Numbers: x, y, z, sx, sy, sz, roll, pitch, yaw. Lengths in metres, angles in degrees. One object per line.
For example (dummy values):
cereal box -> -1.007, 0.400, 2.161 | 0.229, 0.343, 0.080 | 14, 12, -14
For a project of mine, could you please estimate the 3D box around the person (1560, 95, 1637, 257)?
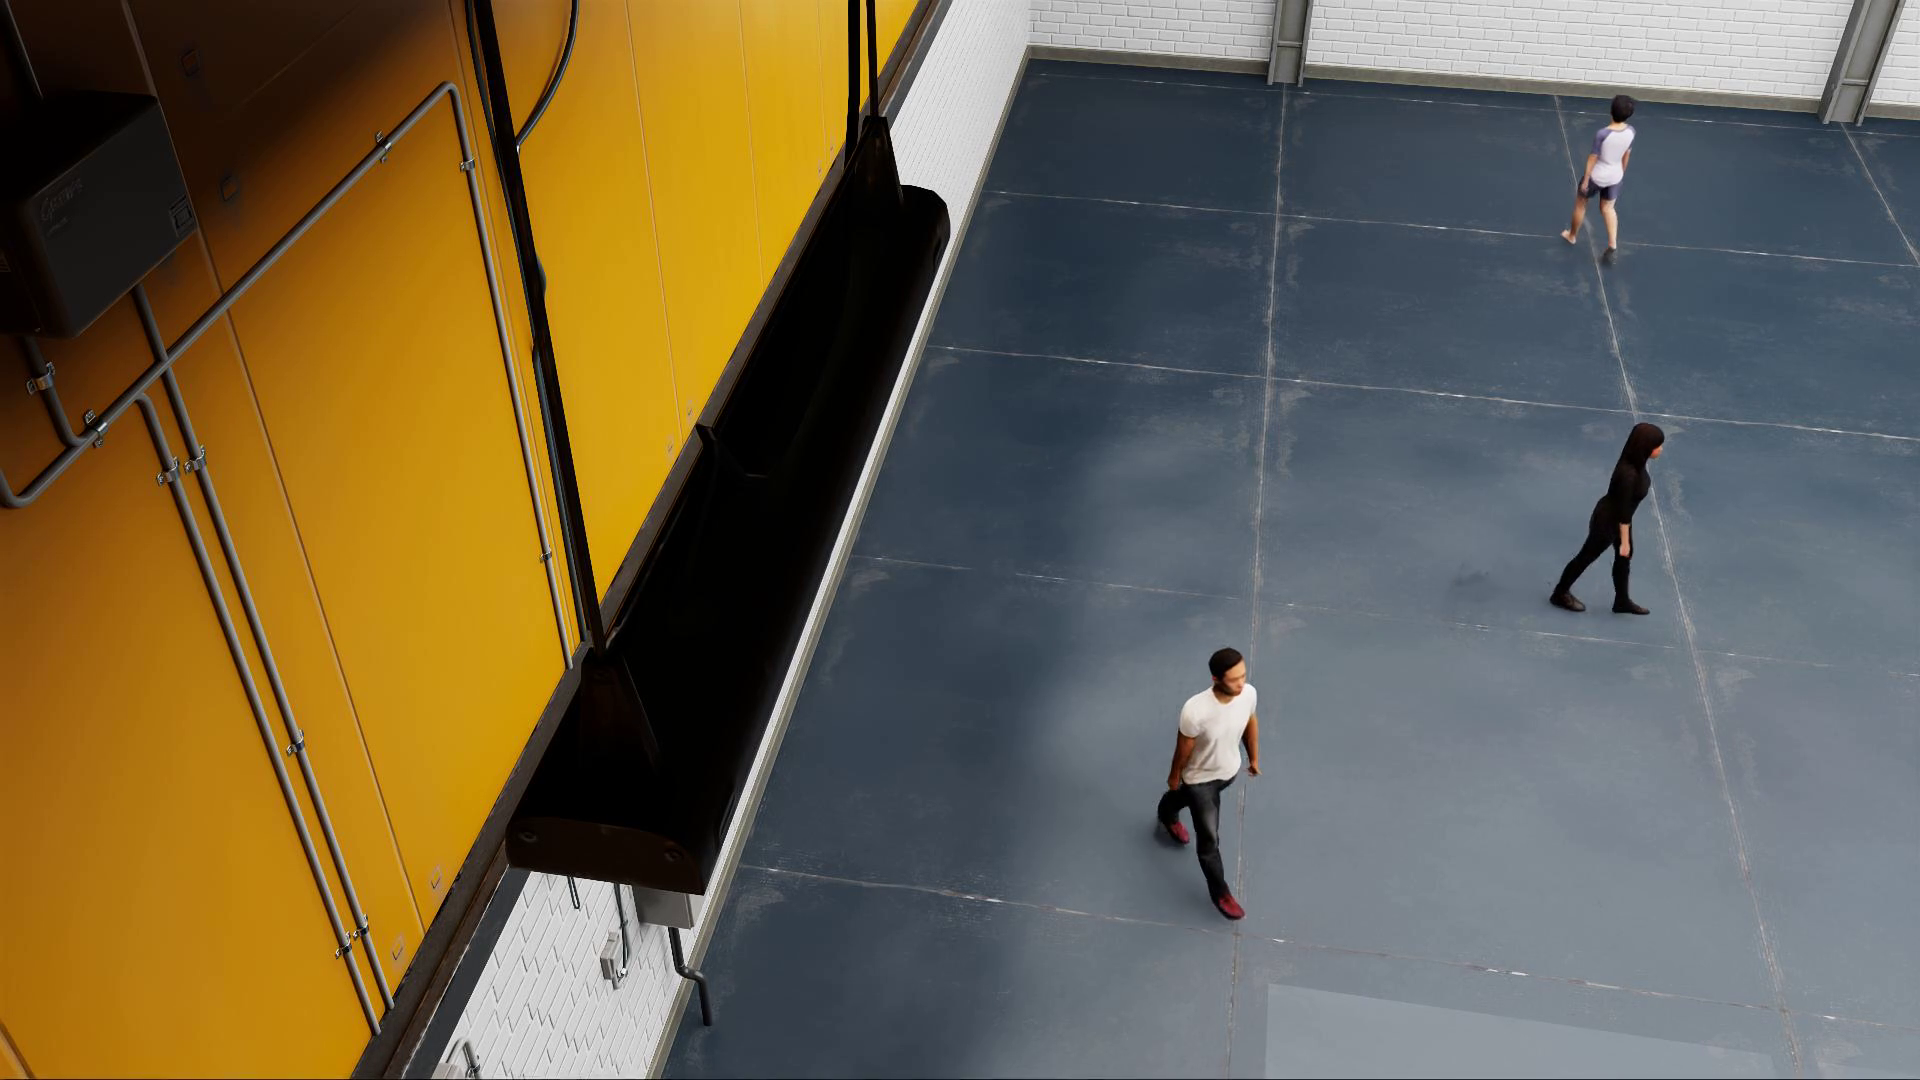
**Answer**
person -> 5.990, -3.347, 15.388 | 0.916, 1.547, 0.820 | -6, 39, -8

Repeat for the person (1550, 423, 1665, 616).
person -> 4.341, -0.141, 11.321 | 0.956, 1.612, 0.745 | 17, 42, 20

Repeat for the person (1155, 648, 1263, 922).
person -> 1.367, 1.244, 9.470 | 1.154, 1.759, 1.209 | -23, 44, -26
